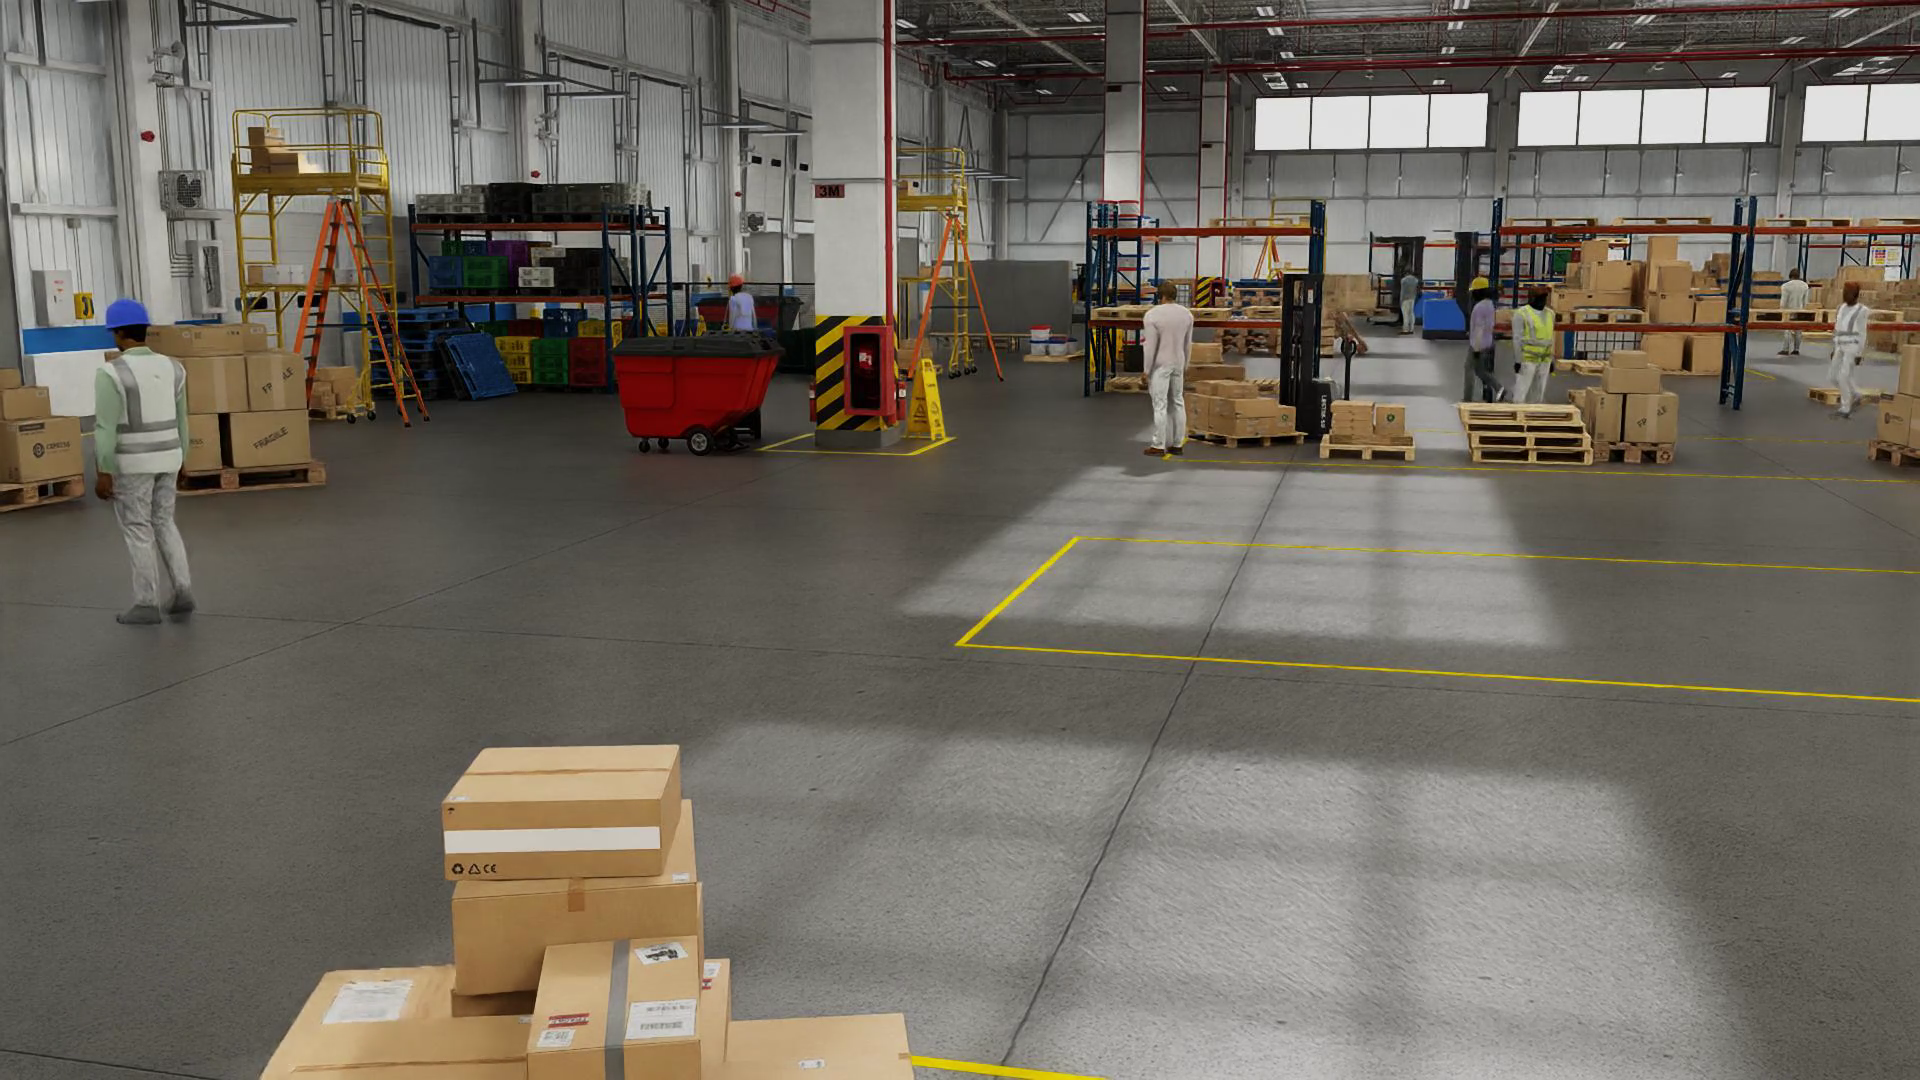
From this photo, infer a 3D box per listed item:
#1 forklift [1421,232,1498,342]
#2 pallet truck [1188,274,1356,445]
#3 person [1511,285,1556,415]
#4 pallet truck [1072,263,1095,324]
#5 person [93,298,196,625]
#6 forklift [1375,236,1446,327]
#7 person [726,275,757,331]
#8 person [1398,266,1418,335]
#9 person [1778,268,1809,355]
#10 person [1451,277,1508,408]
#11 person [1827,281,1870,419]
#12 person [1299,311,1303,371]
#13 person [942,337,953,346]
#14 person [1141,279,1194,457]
[{"bbox_3d":[12.943,-6.537,42.896,1.873,2.768,1.129,2,10,14],"label":"forklift"},{"bbox_3d":[3.653,-2.138,19.590,1.885,1.965,0.823,-4,10,-20],"label":"pallet truck"},{"bbox_3d":[7.096,-2.222,20.550,0.633,1.839,0.429,-4,11,-24],"label":"person"},{"bbox_3d":[4.325,-8.180,55.162,0.823,1.965,1.885,6,11,31],"label":"pallet truck"},{"bbox_3d":[-4.847,-0.451,9.855,0.427,1.938,0.615,4,10,21],"label":"person"},{"bbox_3d":[14.140,-8.083,51.994,1.873,2.768,1.129,-2,10,-12],"label":"forklift"},{"bbox_3d":[-3.826,-3.705,29.223,0.972,1.876,0.583,7,12,36],"label":"person"},{"bbox_3d":[12.609,-6.737,46.861,0.627,1.934,0.370,-7,12,-35],"label":"person"},{"bbox_3d":[18.593,-5.093,37.156,0.627,1.941,0.371,-1,10,-7],"label":"person"},{"bbox_3d":[7.545,-2.841,24.002,0.680,1.903,0.608,6,11,33],"label":"person"},{"bbox_3d":[12.004,-2.549,22.388,0.499,1.866,0.601,-1,10,-7],"label":"person"},{"bbox_3d":[6.717,-4.096,31.885,0.485,1.739,0.319,-8,13,-40],"label":"person"},{"bbox_3d":[-0.242,-5.628,41.051,0.386,1.676,0.542,-5,11,-27],"label":"person"},{"bbox_3d":[2.256,-1.877,18.227,0.630,1.940,0.373,-5,11,-29],"label":"person"}]
